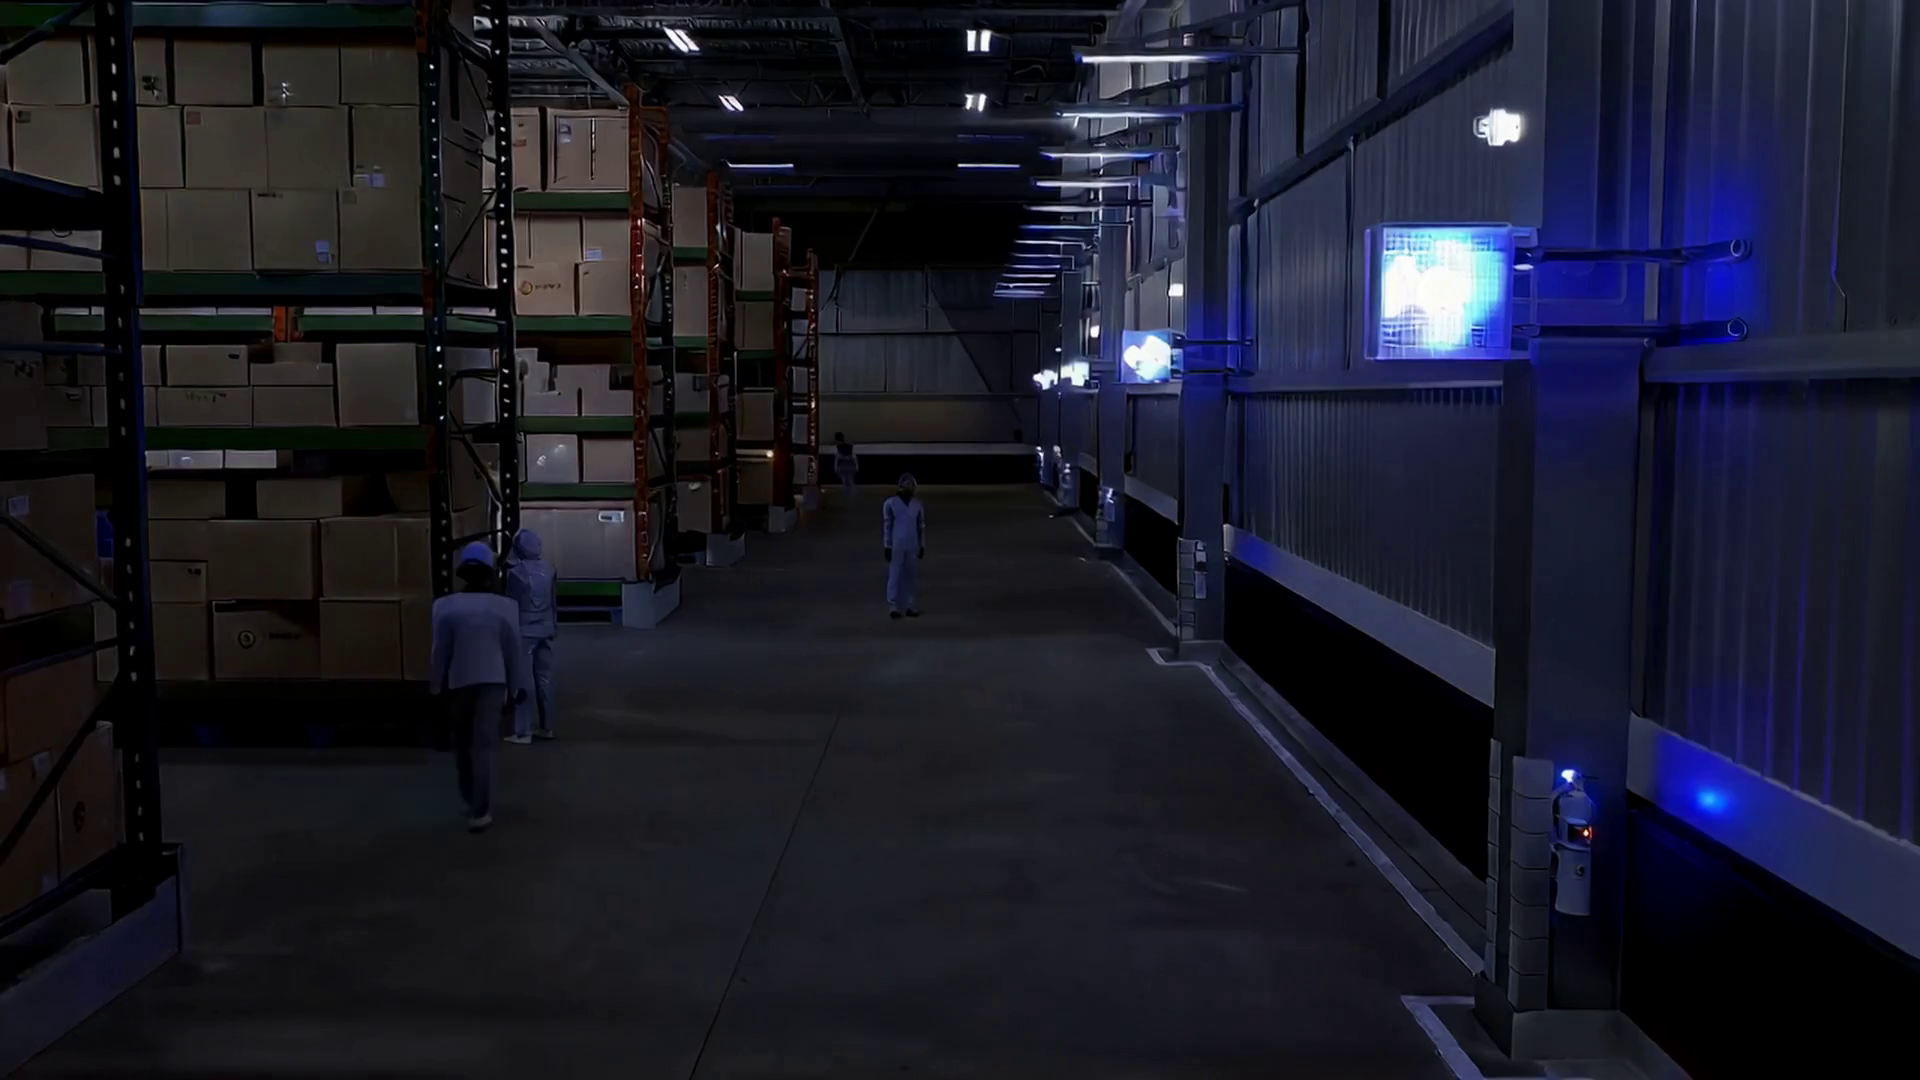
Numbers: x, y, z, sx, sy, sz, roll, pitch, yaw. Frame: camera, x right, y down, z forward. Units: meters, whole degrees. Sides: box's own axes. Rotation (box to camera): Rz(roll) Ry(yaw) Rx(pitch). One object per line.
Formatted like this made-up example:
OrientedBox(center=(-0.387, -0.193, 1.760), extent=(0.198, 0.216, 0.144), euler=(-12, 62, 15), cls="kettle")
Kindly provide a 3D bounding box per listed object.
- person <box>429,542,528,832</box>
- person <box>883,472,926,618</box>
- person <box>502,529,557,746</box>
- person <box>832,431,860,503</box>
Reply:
OrientedBox(center=(-2.949, 0.875, 10.266), extent=(0.557, 1.731, 0.802), euler=(0, 5, -5), cls="person")
OrientedBox(center=(-0.646, 0.056, 19.819), extent=(0.563, 1.743, 0.350), euler=(-3, 6, -31), cls="person")
OrientedBox(center=(-3.242, 0.732, 12.586), extent=(0.315, 1.630, 0.528), euler=(3, 6, 29), cls="person")
OrientedBox(center=(-2.840, -1.789, 40.961), extent=(0.563, 1.800, 0.612), euler=(4, 7, 42), cls="person")
